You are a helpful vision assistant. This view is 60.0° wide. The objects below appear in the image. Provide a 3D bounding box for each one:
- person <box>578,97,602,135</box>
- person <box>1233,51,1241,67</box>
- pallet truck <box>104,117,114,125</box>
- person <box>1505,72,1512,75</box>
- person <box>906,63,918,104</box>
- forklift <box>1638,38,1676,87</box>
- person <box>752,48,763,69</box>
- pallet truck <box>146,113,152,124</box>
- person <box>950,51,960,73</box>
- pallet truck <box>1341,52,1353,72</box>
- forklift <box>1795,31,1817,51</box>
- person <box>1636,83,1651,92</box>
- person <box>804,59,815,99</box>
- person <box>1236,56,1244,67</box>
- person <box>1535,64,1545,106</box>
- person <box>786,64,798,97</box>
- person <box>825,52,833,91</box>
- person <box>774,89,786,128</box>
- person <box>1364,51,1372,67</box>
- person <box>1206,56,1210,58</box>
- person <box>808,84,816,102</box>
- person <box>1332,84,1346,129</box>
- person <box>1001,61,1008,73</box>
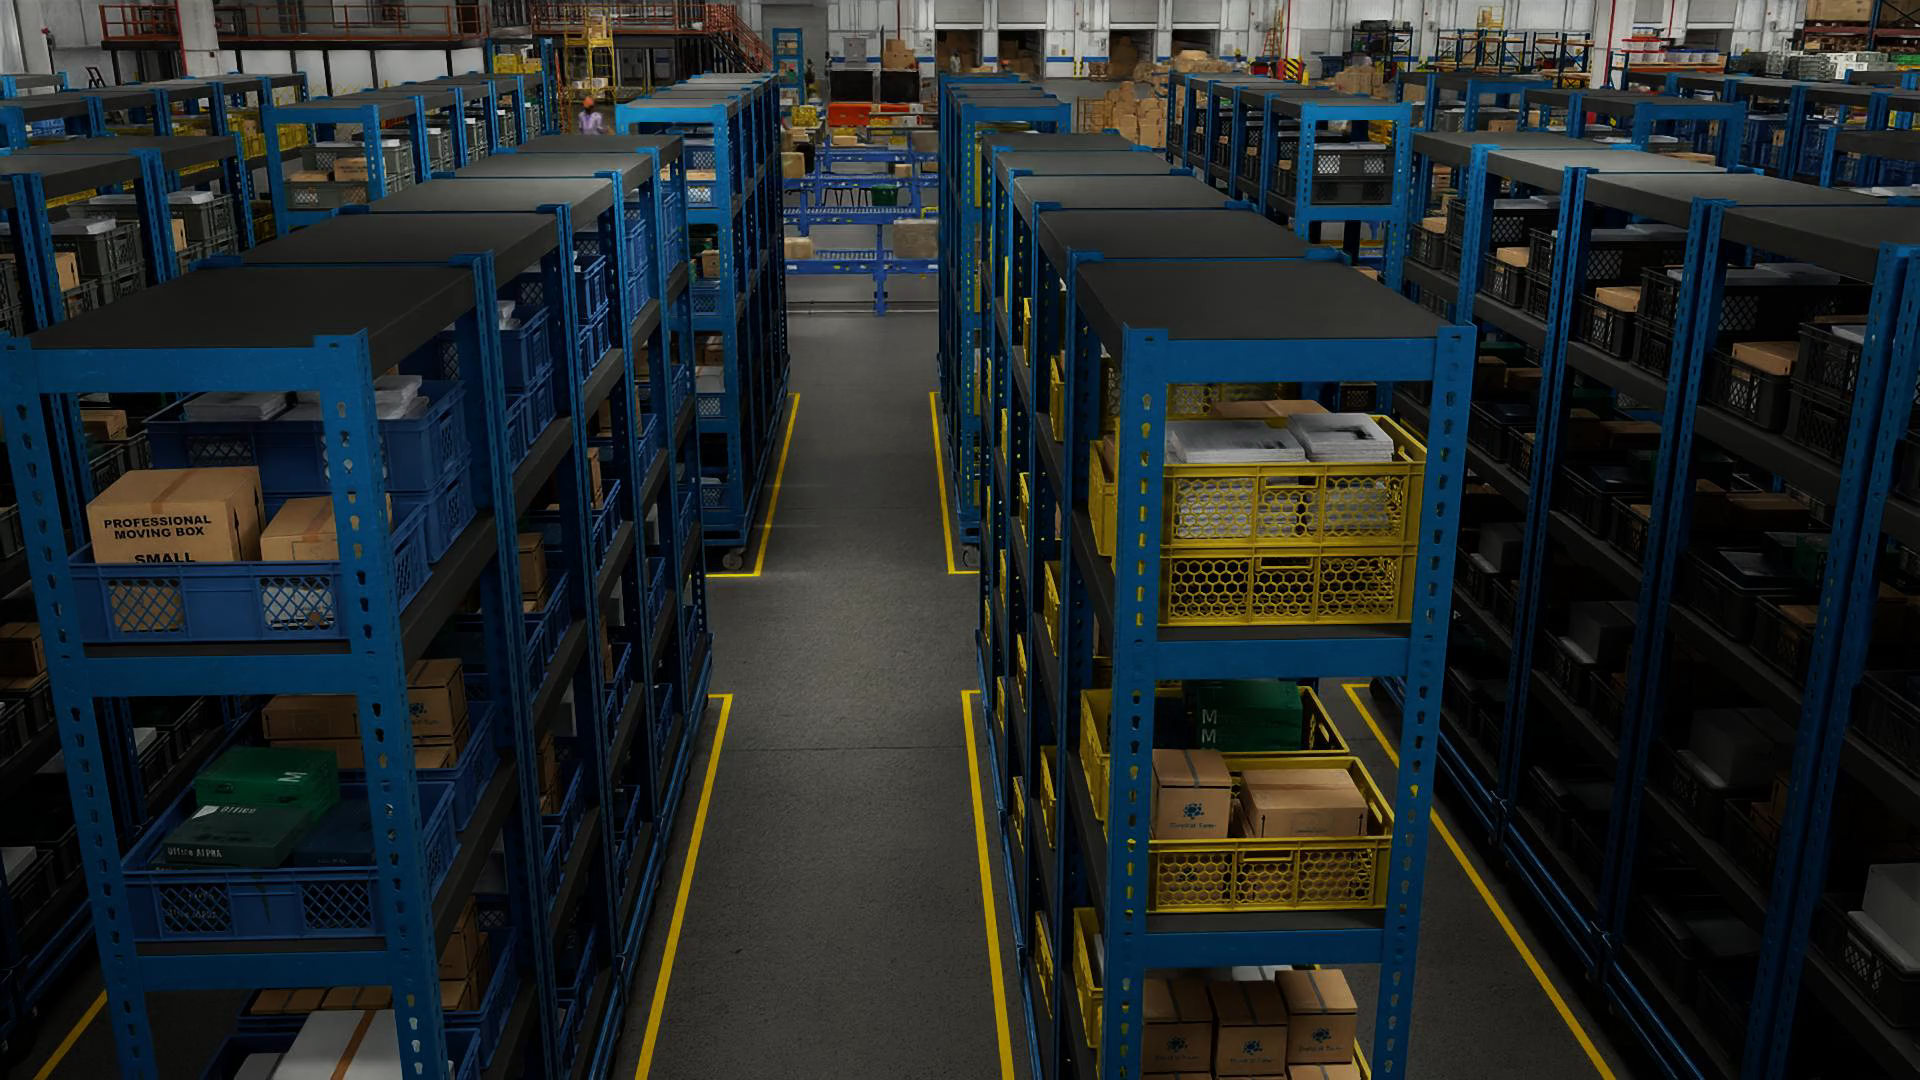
[{"bbox_3d":[-9.351,-10.144,42.016,0.642,2.026,0.423,4,18,13],"label":"person"},{"bbox_3d":[14.277,-24.404,86.385,0.955,1.889,0.582,7,19,19],"label":"person"},{"bbox_3d":[-18.367,-7.885,35.078,1.885,1.965,0.823,1,18,2],"label":"pallet truck"},{"bbox_3d":[19.409,-15.601,59.015,0.451,1.954,0.625,12,22,33],"label":"person"},{"bbox_3d":[-1.961,-19.281,70.555,0.607,1.855,0.785,12,21,32],"label":"person"},{"bbox_3d":[30.789,-20.657,73.187,1.129,2.768,1.873,-1,18,-2],"label":"forklift"},{"bbox_3d":[-11.157,-26.139,91.717,0.584,1.911,0.390,-8,19,-23],"label":"person"},{"bbox_3d":[-18.087,-8.309,36.390,1.885,1.965,0.823,-1,18,-4],"label":"pallet truck"},{"bbox_3d":[-0.232,-24.603,86.985,0.627,1.889,1.016,-9,20,-25],"label":"person"},{"bbox_3d":[18.794,-23.123,82.231,0.823,1.965,1.885,-13,22,-35],"label":"pallet truck"},{"bbox_3d":[45.898,-26.250,90.495,1.129,2.768,1.873,-1,18,-2],"label":"forklift"},{"bbox_3d":[24.932,-16.005,60.796,0.509,1.629,0.314,3,18,8],"label":"person"},{"bbox_3d":[-6.931,-21.281,76.834,0.517,1.818,0.686,-1,18,-2],"label":"person"},{"bbox_3d":[13.532,-22.369,80.163,0.909,1.854,0.611,-6,19,-18],"label":"person"},{"bbox_3d":[24.096,-18.861,69.269,0.522,1.858,0.320,-10,20,-28],"label":"person"},{"bbox_3d":[-6.793,-18.207,67.113,0.544,1.939,0.353,-10,20,-28],"label":"person"},{"bbox_3d":[-6.683,-23.817,84.523,0.391,1.913,0.593,-11,21,-31],"label":"person"},{"bbox_3d":[-6.145,-14.360,55.206,1.008,1.935,0.620,4,18,13],"label":"person"},{"bbox_3d":[21.775,-25.057,88.495,0.564,1.820,0.629,11,21,31],"label":"person"},{"bbox_3d":[11.040,-20.838,75.092,0.725,2.000,0.548,-2,18,-5],"label":"person"},{"bbox_3d":[-4.857,-14.286,55.309,0.601,1.728,0.494,-3,18,-8],"label":"person"},{"bbox_3d":[12.008,-13.449,52.537,0.644,1.857,1.011,2,18,5],"label":"person"},{"bbox_3d":[1.952,-19.901,72.445,0.986,1.889,0.562,-6,19,-19],"label":"person"}]
